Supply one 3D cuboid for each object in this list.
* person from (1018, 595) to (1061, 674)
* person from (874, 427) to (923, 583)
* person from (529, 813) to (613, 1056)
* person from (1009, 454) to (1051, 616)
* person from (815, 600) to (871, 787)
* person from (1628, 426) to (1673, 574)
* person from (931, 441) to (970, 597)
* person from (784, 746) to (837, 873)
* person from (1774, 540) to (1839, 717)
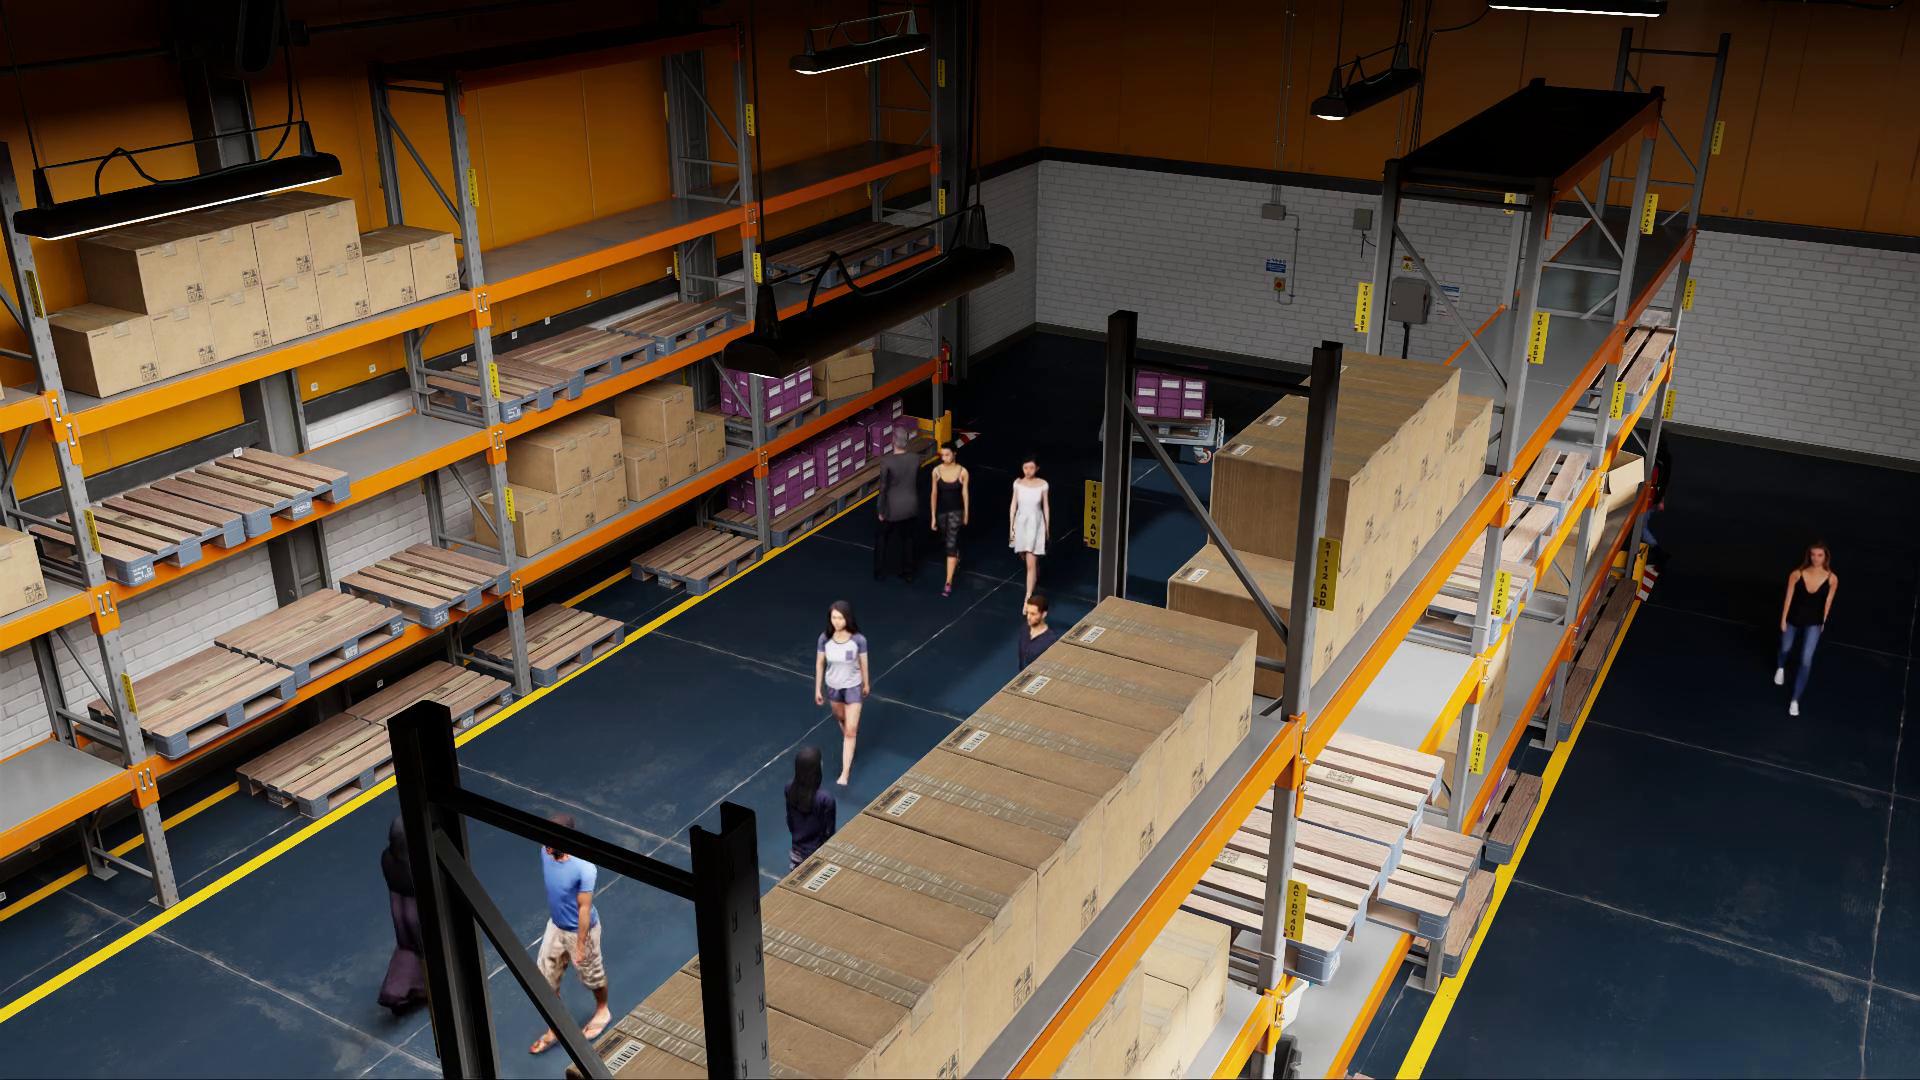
[{"bbox_3d":[0.754,1.312,14.609,0.823,1.834,1.151,21,31,39],"label":"person"},{"bbox_3d":[-0.627,-0.358,18.438,0.884,1.826,0.968,-14,27,-28],"label":"person"},{"bbox_3d":[-2.621,2.642,11.546,0.644,1.849,0.854,14,27,28],"label":"person"},{"bbox_3d":[0.766,-0.115,17.983,0.801,1.745,1.173,6,24,13],"label":"person"},{"bbox_3d":[-1.011,1.284,14.884,0.833,1.663,1.142,5,24,10],"label":"person"},{"bbox_3d":[7.823,-0.424,18.772,1.027,1.679,1.029,-12,26,-25],"label":"person"},{"bbox_3d":[-0.107,-0.301,18.501,0.836,1.671,1.267,4,24,9],"label":"person"},{"bbox_3d":[-1.156,2.349,12.406,0.619,1.697,1.055,13,27,27],"label":"person"},{"bbox_3d":[8.123,0.765,16.054,0.601,1.677,1.114,11,26,24],"label":"person"}]
